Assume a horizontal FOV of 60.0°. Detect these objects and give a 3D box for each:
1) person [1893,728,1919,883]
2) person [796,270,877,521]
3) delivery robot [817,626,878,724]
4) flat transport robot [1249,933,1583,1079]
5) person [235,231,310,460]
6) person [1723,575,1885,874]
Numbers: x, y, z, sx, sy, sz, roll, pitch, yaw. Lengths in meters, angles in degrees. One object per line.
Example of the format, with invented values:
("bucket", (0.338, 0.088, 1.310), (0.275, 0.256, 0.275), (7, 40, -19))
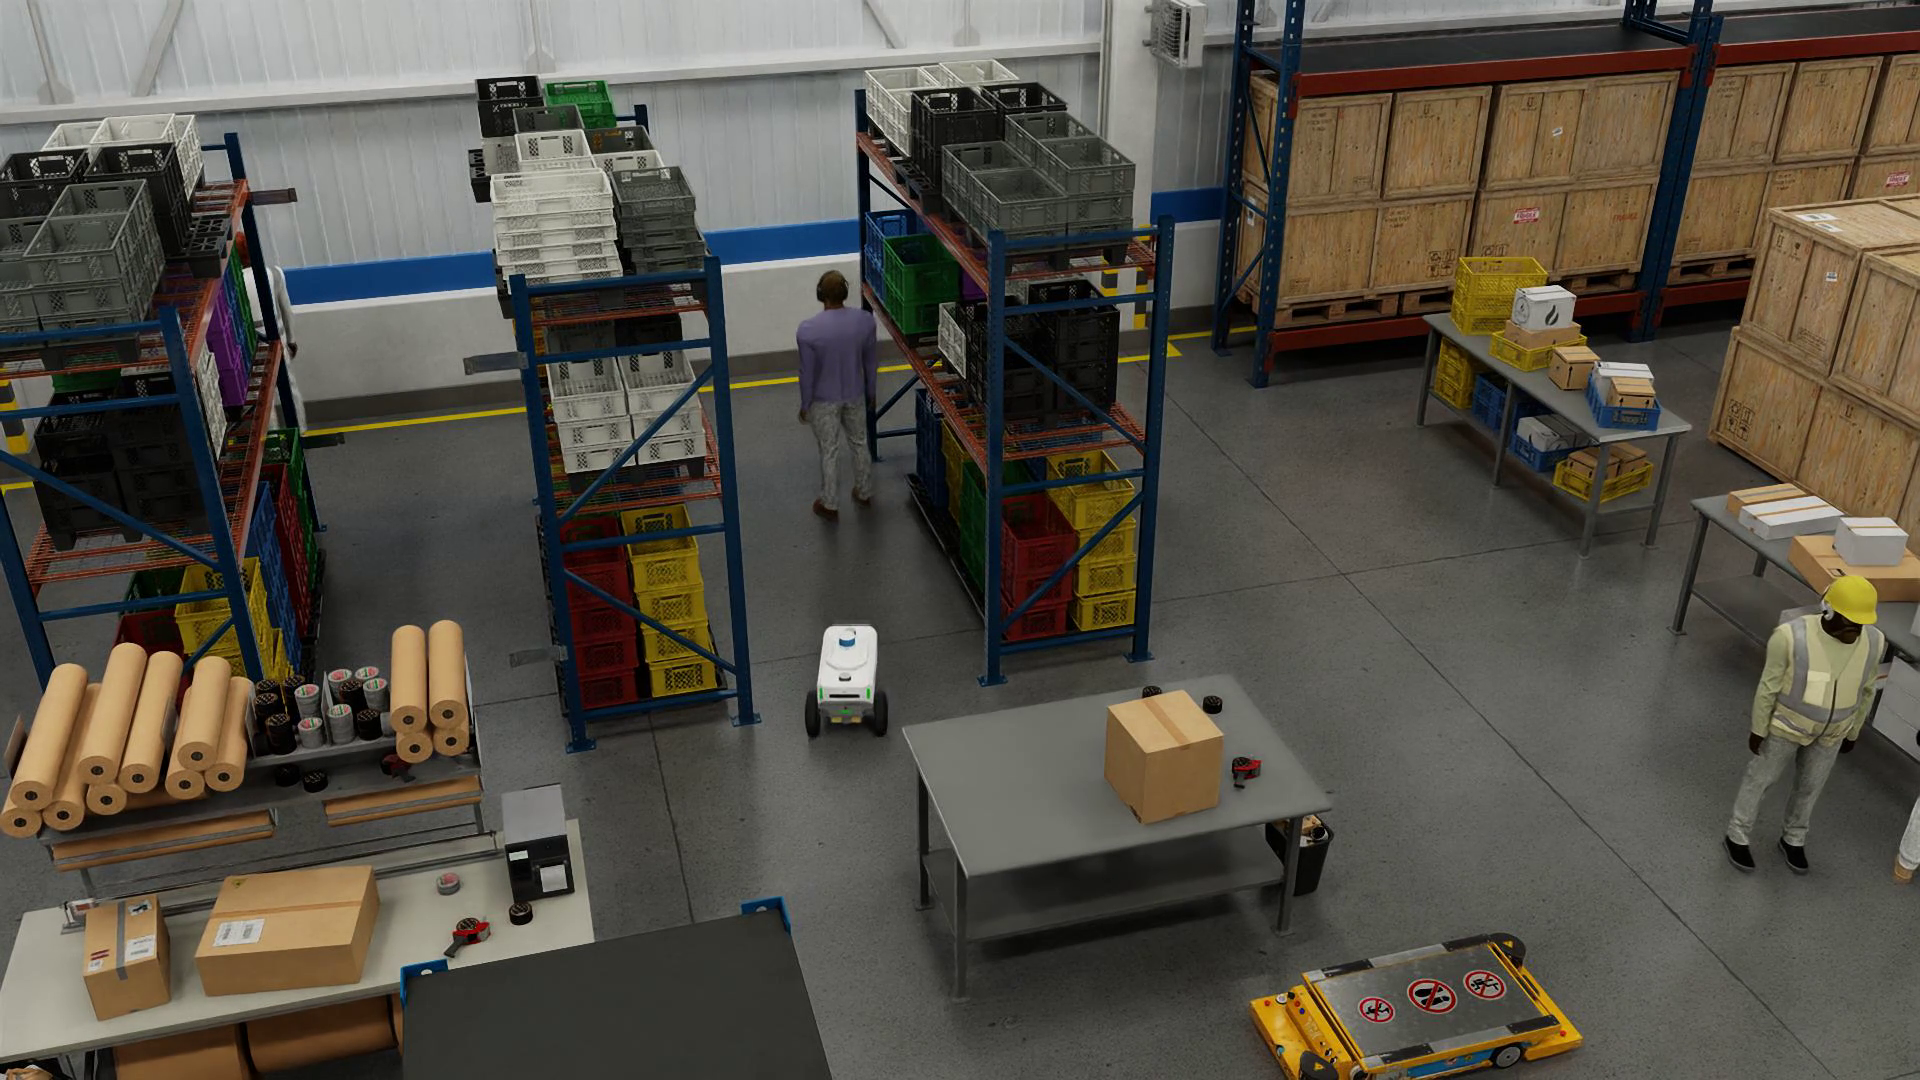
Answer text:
("person", (5.289, 1.055, 8.593), (0.633, 1.843, 0.429), (24, 37, 36))
("person", (-0.906, -1.074, 12.369), (0.635, 1.937, 0.354), (-16, 32, -26))
("delivery robot", (-0.693, 0.795, 10.301), (0.477, 0.478, 0.707), (0, 29, 0))
("flat transport robot", (2.184, 2.282, 7.980), (1.431, 0.197, 0.652), (-8, 30, -14))
("person", (-5.567, -1.550, 13.290), (0.338, 1.883, 0.583), (21, 35, 33))
("person", (4.474, 0.970, 8.772), (0.596, 1.825, 0.403), (2, 29, 3))
